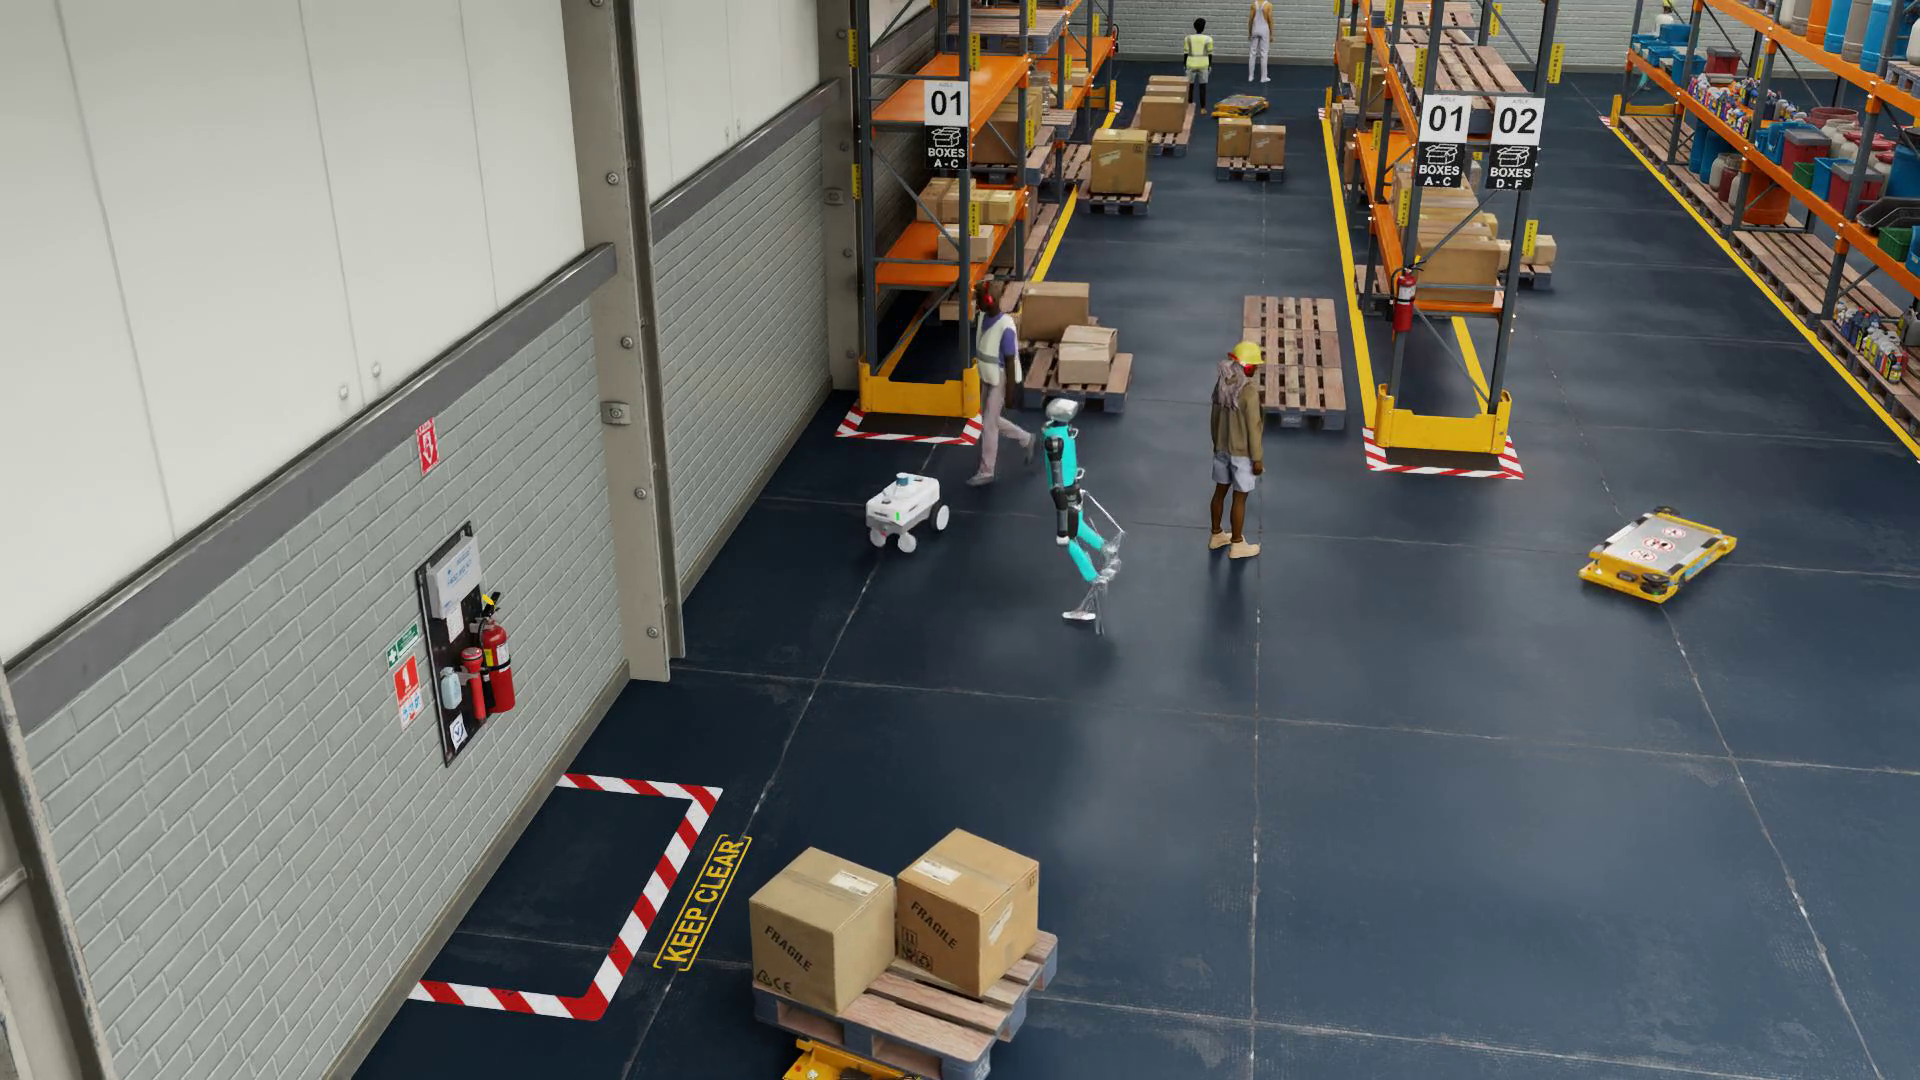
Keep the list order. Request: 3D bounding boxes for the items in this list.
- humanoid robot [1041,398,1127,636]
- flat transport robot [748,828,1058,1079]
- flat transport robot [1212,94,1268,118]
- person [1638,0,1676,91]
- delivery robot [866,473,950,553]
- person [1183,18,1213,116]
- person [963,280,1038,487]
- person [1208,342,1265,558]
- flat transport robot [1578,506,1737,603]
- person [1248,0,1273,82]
[{"bbox_3d":[0.949,-0.092,11.960,0.758,1.895,0.538,4,25,9],"label":"humanoid robot"},{"bbox_3d":[-0.241,2.337,8.356,0.659,0.231,1.431,12,28,24],"label":"flat transport robot"},{"bbox_3d":[5.094,-7.864,30.188,0.659,0.231,1.431,11,27,22],"label":"flat transport robot"},{"bbox_3d":[13.593,-9.556,32.087,0.889,1.720,0.540,-4,25,-8],"label":"person"},{"bbox_3d":[-0.438,-0.260,13.592,0.522,0.607,0.779,13,28,26],"label":"delivery robot"},{"bbox_3d":[4.257,-8.481,29.817,0.537,1.698,0.319,5,26,11],"label":"person"},{"bbox_3d":[0.355,-1.385,14.512,0.723,1.807,0.588,-11,27,-22],"label":"person"},{"bbox_3d":[2.163,-0.707,13.112,0.412,1.756,0.544,-16,29,-30],"label":"person"},{"bbox_3d":[5.528,0.106,13.132,0.659,0.231,1.431,23,33,39],"label":"flat transport robot"},{"bbox_3d":[5.978,-10.048,32.986,0.506,1.859,0.386,13,28,26],"label":"person"}]
